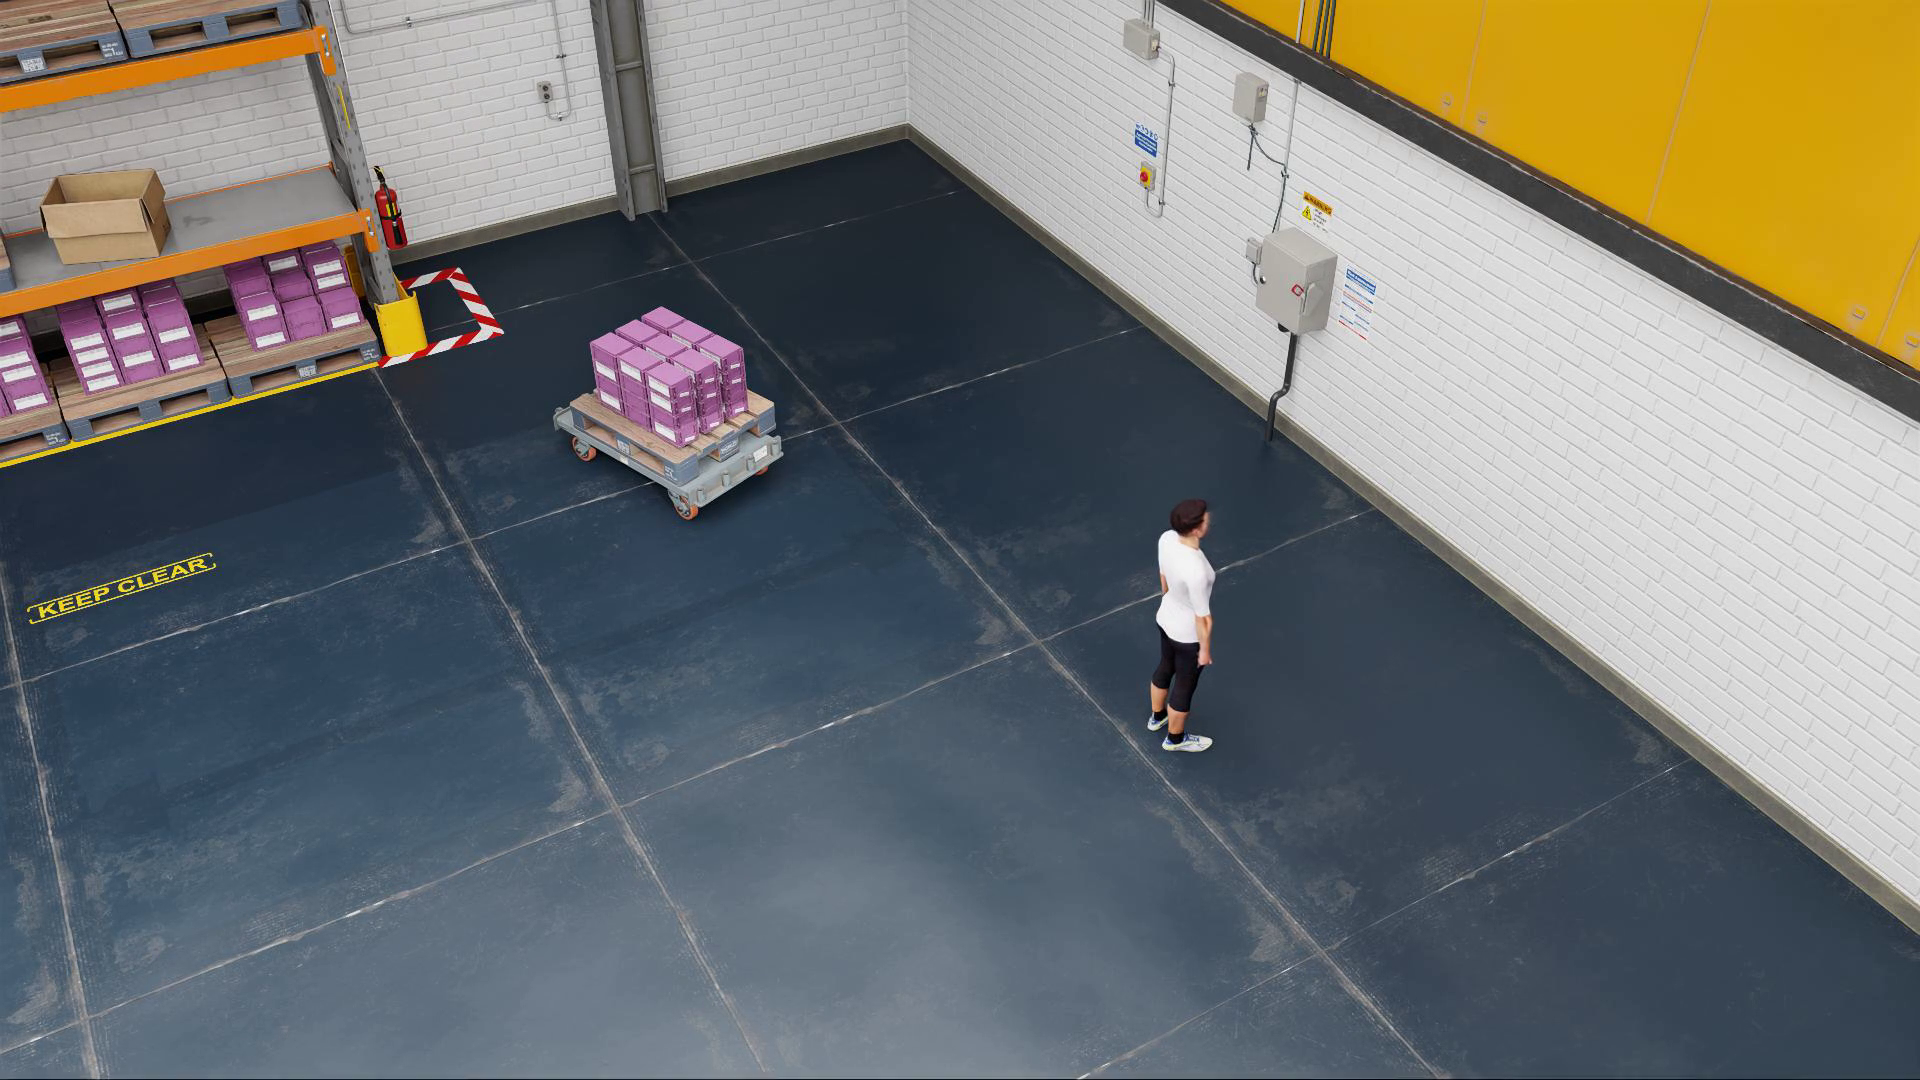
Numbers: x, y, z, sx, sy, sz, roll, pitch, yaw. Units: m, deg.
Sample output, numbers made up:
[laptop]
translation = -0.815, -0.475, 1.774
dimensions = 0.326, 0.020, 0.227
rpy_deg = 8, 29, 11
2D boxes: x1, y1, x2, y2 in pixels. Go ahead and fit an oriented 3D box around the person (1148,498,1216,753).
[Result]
[person]
translation = 1.331, 0.506, 9.964
dimensions = 0.613, 1.851, 0.697
rpy_deg = -14, 41, -17
